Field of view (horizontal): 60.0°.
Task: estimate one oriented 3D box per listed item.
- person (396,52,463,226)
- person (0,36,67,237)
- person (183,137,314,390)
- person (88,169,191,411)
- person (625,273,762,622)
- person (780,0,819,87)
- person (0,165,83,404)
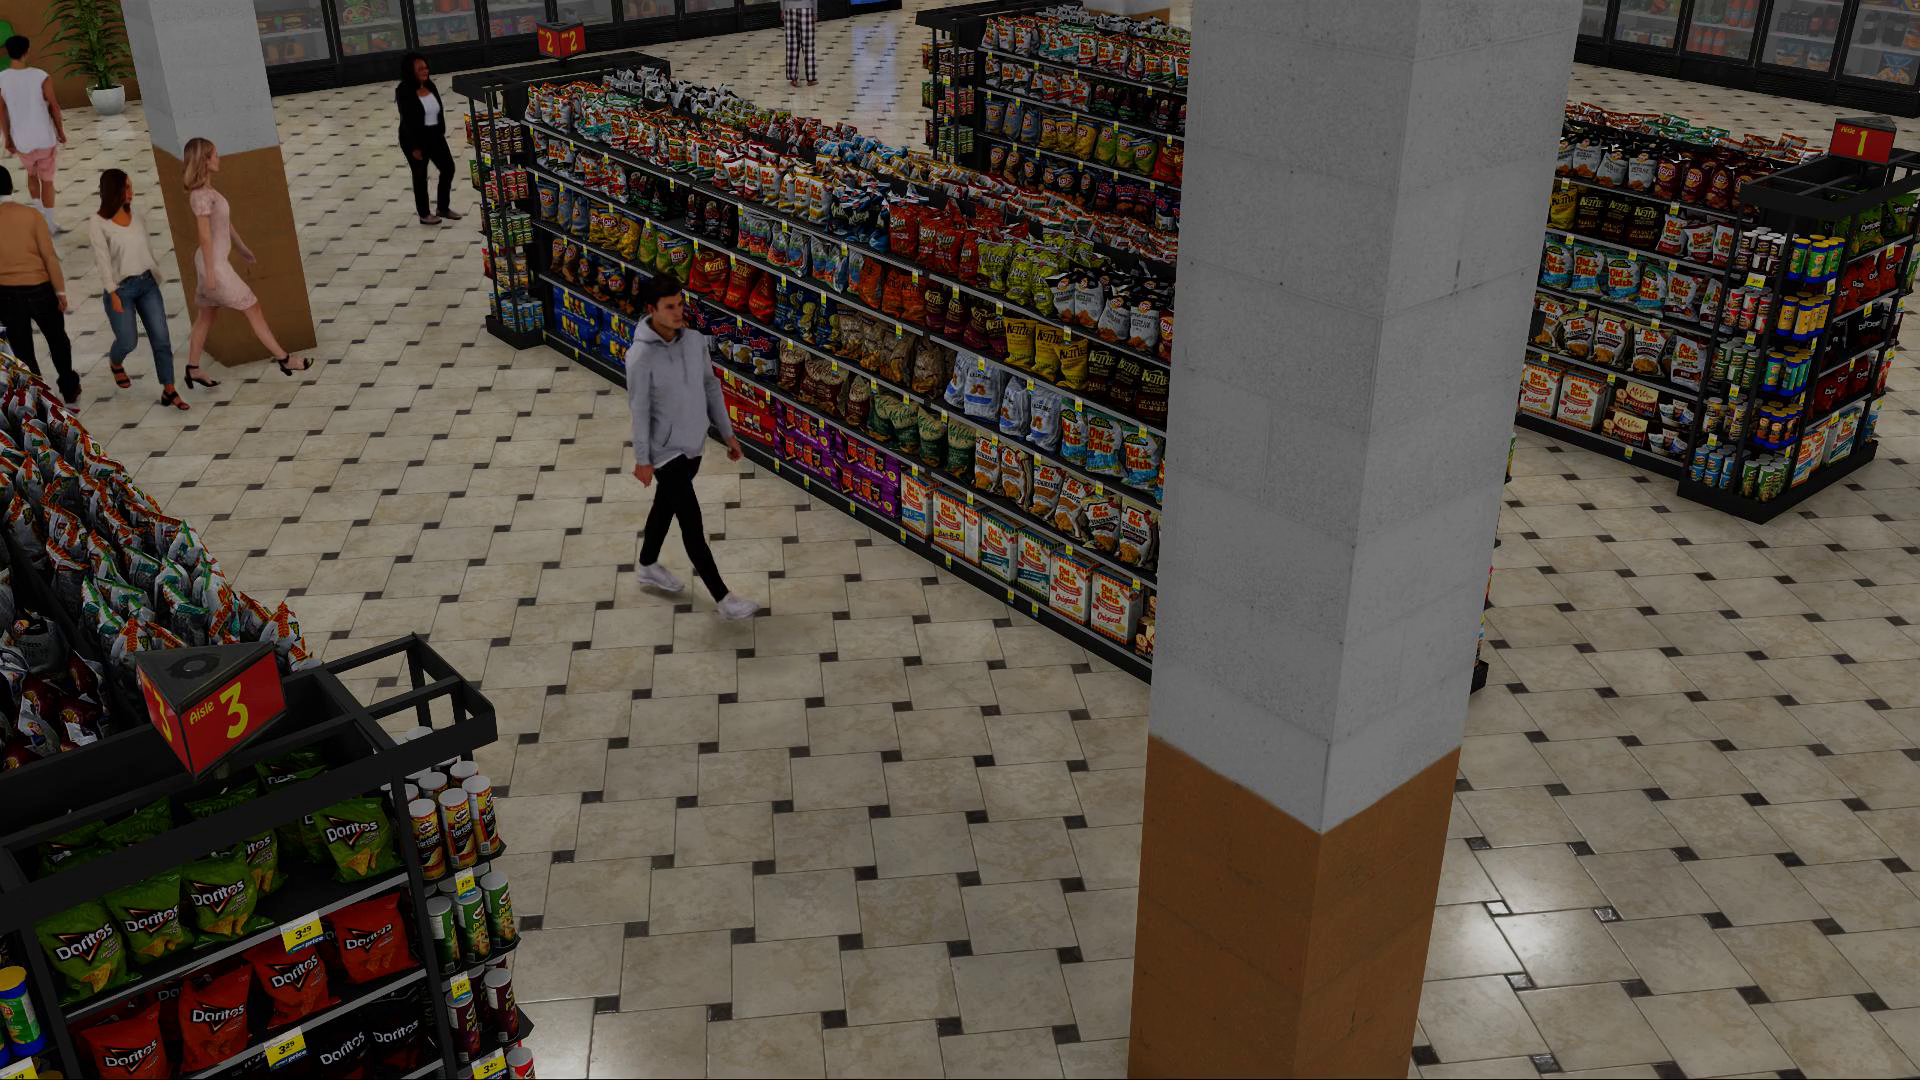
[{"bbox_3d":[-5.085,-3.739,15.540,0.800,1.604,0.781,11,29,21],"label":"person"},{"bbox_3d":[-8.480,-3.652,15.210,0.839,1.747,0.961,-8,28,-15],"label":"person"},{"bbox_3d":[-5.327,-1.876,11.686,0.803,1.769,1.086,-12,29,-22],"label":"person"},{"bbox_3d":[-5.778,-1.712,11.498,1.078,1.645,0.804,19,33,33],"label":"person"},{"bbox_3d":[-1.586,-0.500,8.859,1.276,1.870,0.922,17,31,30],"label":"person"},{"bbox_3d":[-2.061,-6.754,21.217,0.703,1.847,0.766,2,27,4],"label":"person"},{"bbox_3d":[-6.334,-1.624,11.230,0.818,1.730,0.928,-12,29,-22],"label":"person"}]
